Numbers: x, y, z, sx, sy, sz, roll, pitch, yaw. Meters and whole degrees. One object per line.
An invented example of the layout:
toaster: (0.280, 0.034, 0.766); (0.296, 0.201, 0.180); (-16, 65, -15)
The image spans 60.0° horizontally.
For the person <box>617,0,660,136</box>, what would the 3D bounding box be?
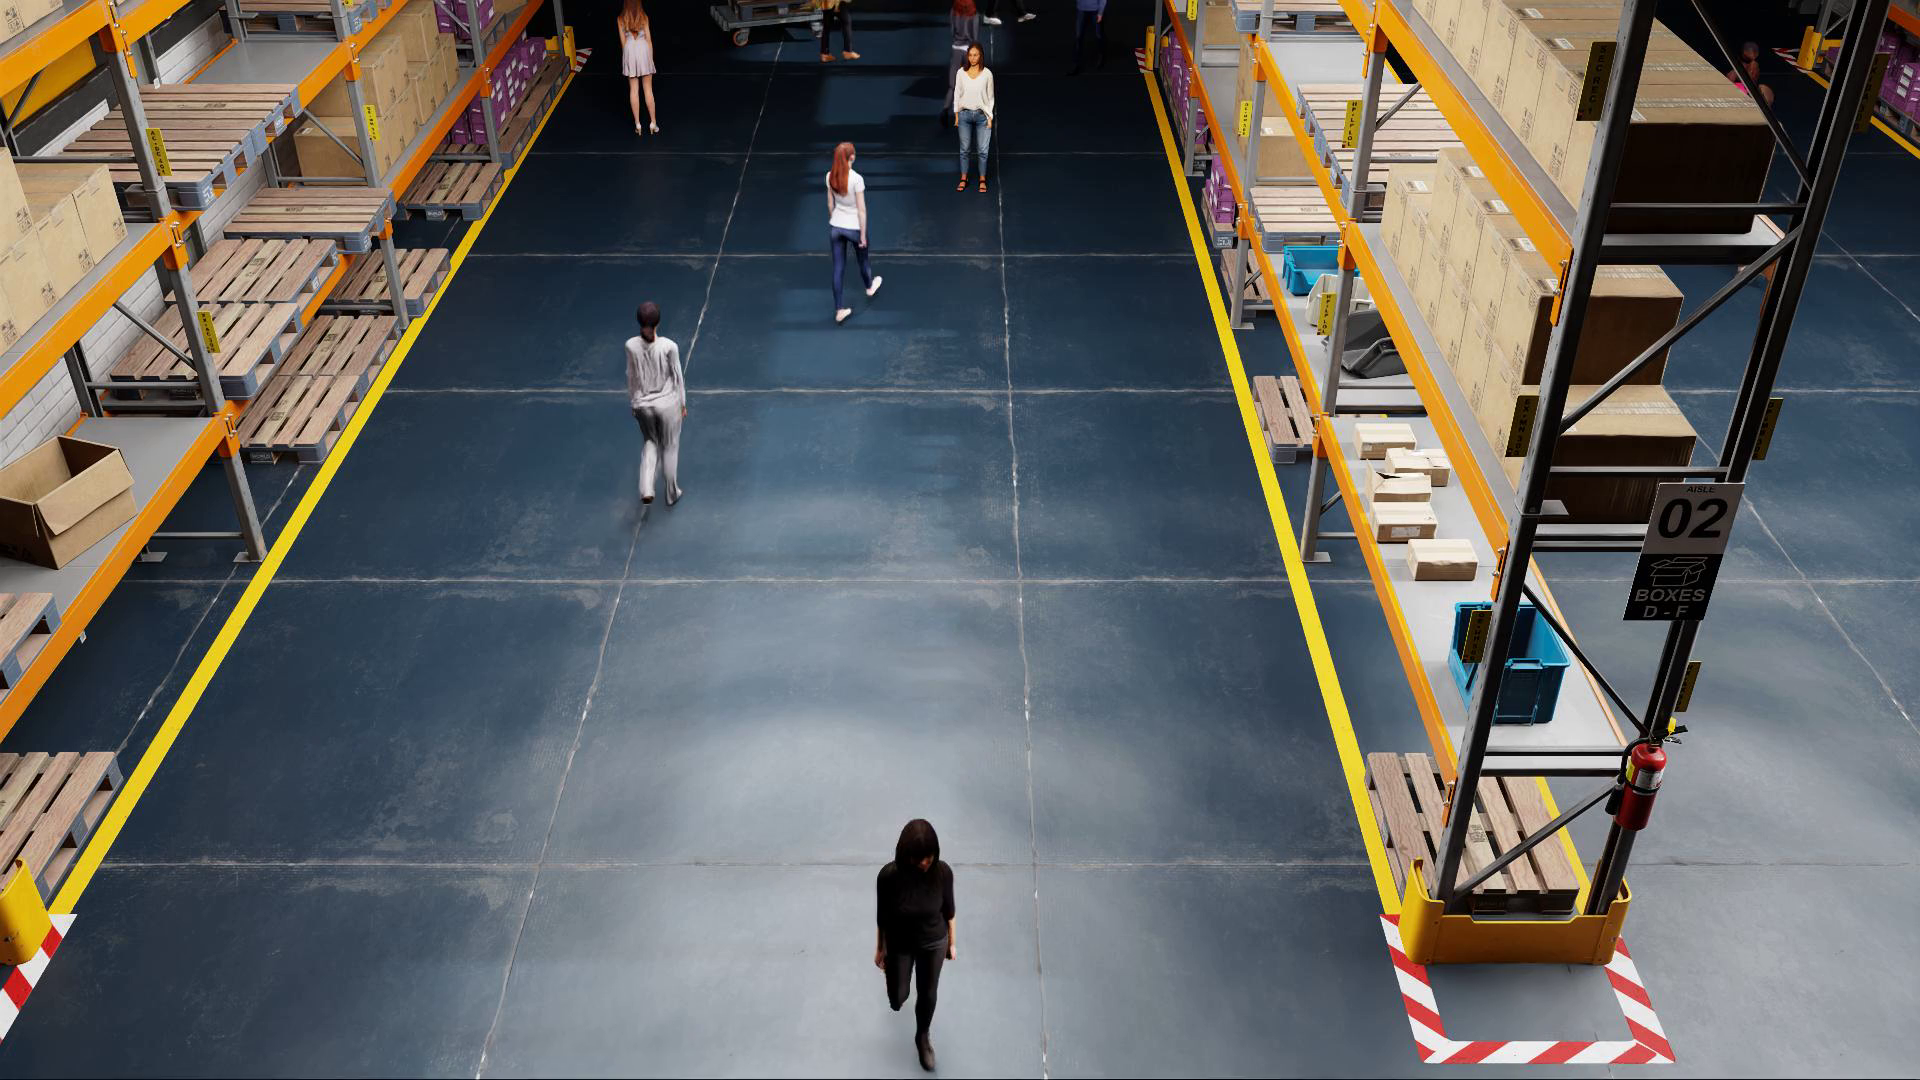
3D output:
person: (-3.905, -5.798, 20.171); (0.573, 1.770, 0.589); (-2, 34, -4)

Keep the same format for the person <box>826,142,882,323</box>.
person: (-1.118, -2.896, 15.866); (0.848, 1.702, 1.133); (12, 36, 18)

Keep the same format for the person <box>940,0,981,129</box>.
person: (0.008, -5.880, 20.312); (0.911, 1.750, 1.157); (17, 37, 23)

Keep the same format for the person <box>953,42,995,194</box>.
person: (0.162, -4.756, 18.681); (0.646, 1.682, 0.589); (6, 34, 9)

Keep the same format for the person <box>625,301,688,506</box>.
person: (-2.378, -0.997, 12.952); (0.646, 1.764, 0.756); (5, 34, 8)

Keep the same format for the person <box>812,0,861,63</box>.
person: (-1.800, -7.276, 22.513); (0.960, 1.638, 0.909); (-20, 39, -27)

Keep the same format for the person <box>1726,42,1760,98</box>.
person: (8.618, -4.707, 18.570); (0.627, 1.723, 0.631); (-9, 35, -14)

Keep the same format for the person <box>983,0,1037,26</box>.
person: (0.541, -8.270, 23.988); (0.918, 1.660, 1.012); (10, 35, 14)

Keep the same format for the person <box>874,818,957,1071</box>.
person: (-0.247, 2.003, 8.560); (0.641, 1.631, 0.784); (-5, 34, -7)

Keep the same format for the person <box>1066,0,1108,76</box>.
person: (1.794, -7.101, 22.189); (1.010, 1.705, 1.203); (18, 38, 25)
